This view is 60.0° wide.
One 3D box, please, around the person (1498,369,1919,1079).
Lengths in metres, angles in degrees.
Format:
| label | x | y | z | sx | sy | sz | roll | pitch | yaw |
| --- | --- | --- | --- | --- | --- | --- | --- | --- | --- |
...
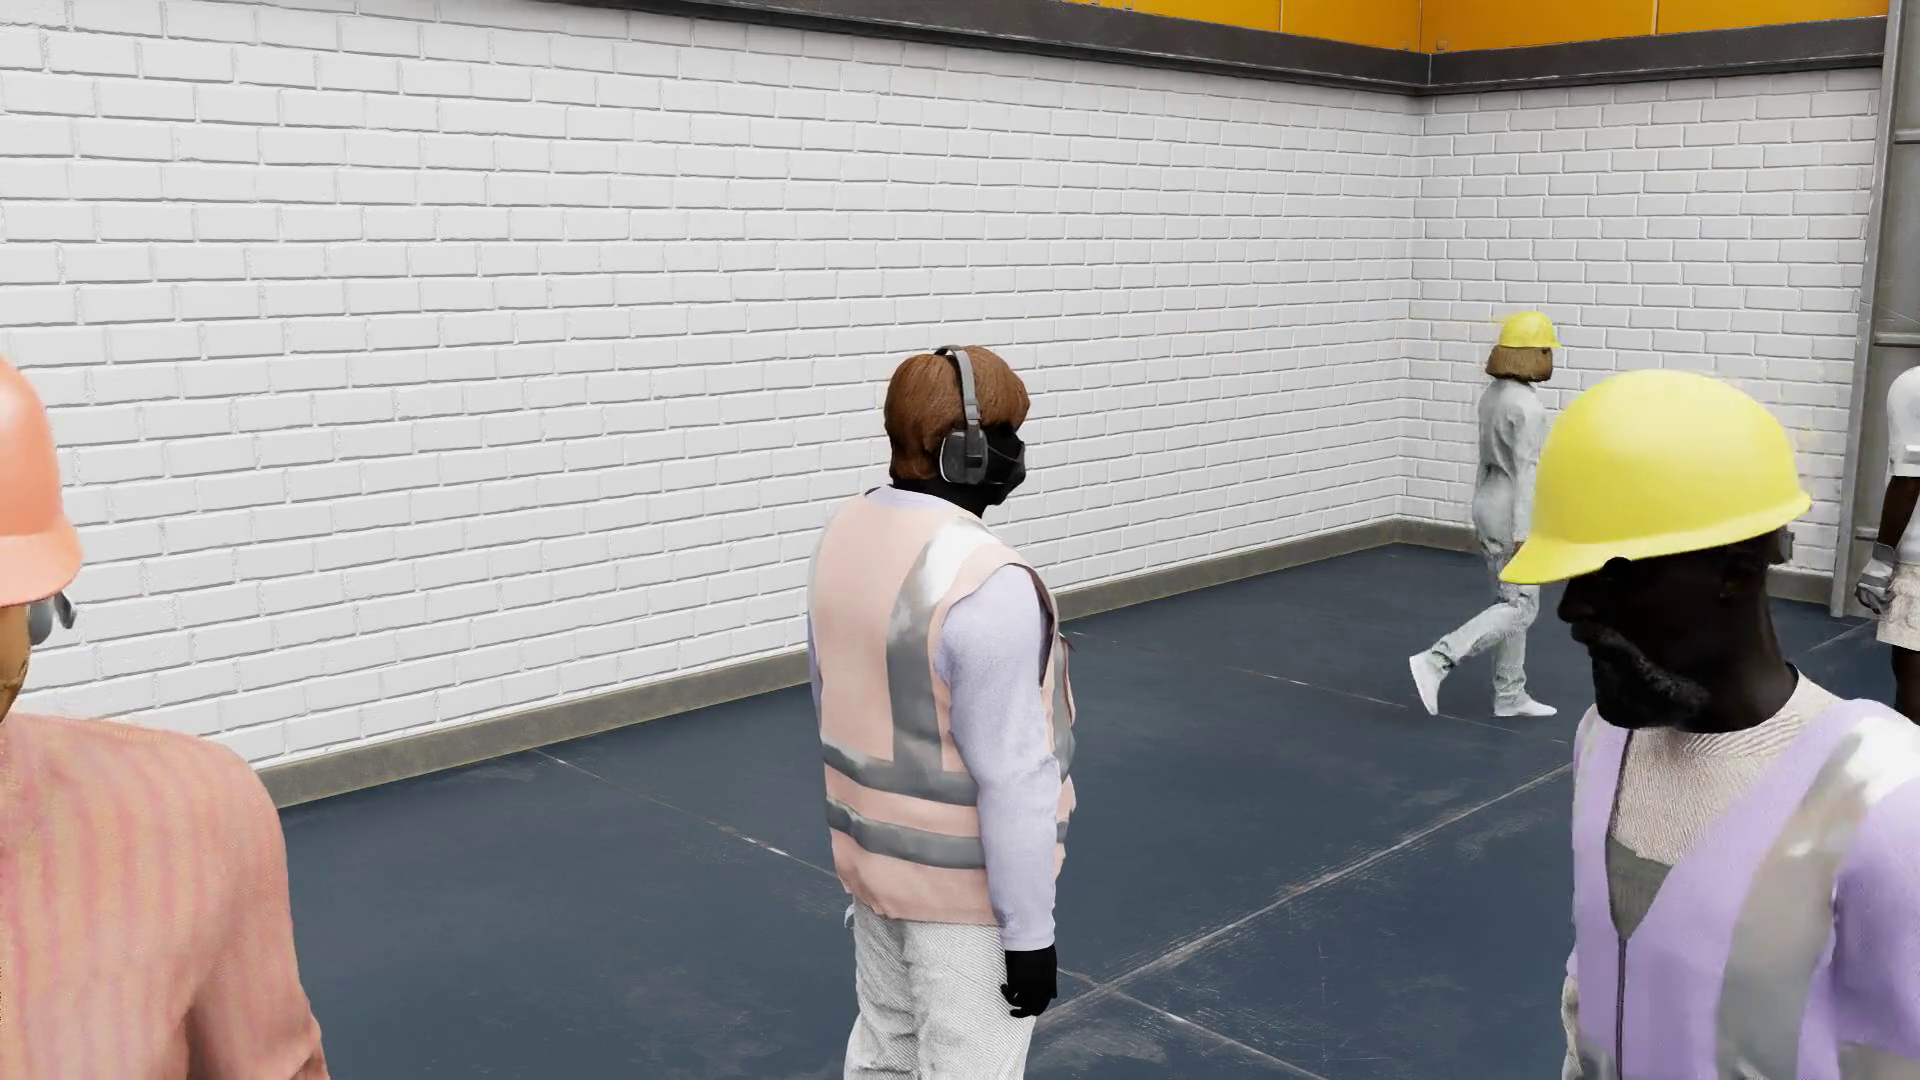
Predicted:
| label | x | y | z | sx | sy | sz | roll | pitch | yaw |
| --- | --- | --- | --- | --- | --- | --- | --- | --- | --- |
| person | 0.819 | 0.775 | 1.737 | 0.581 | 1.889 | 0.634 | -1 | 10 | -7 |

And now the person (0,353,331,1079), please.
| label | x | y | z | sx | sy | sz | roll | pitch | yaw |
| --- | --- | --- | --- | --- | --- | --- | --- | --- | --- |
| person | -0.772 | 0.803 | 1.329 | 0.460 | 1.977 | 0.636 | 9 | 14 | 41 |

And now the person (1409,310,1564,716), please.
| label | x | y | z | sx | sy | sz | roll | pitch | yaw |
| --- | --- | --- | --- | --- | --- | --- | --- | --- | --- |
| person | 2.196 | -0.078 | 6.846 | 0.622 | 1.728 | 0.488 | -1 | 10 | -4 |

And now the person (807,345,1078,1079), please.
| label | x | y | z | sx | sy | sz | roll | pitch | yaw |
| --- | --- | --- | --- | --- | --- | --- | --- | --- | --- |
| person | -0.013 | 0.583 | 2.905 | 0.429 | 1.842 | 0.635 | -6 | 12 | -30 |

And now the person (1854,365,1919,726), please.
| label | x | y | z | sx | sy | sz | roll | pitch | yaw |
| --- | --- | --- | --- | --- | --- | --- | --- | --- | --- |
| person | 3.319 | 0.022 | 5.625 | 0.604 | 1.966 | 0.367 | -3 | 11 | -18 |
